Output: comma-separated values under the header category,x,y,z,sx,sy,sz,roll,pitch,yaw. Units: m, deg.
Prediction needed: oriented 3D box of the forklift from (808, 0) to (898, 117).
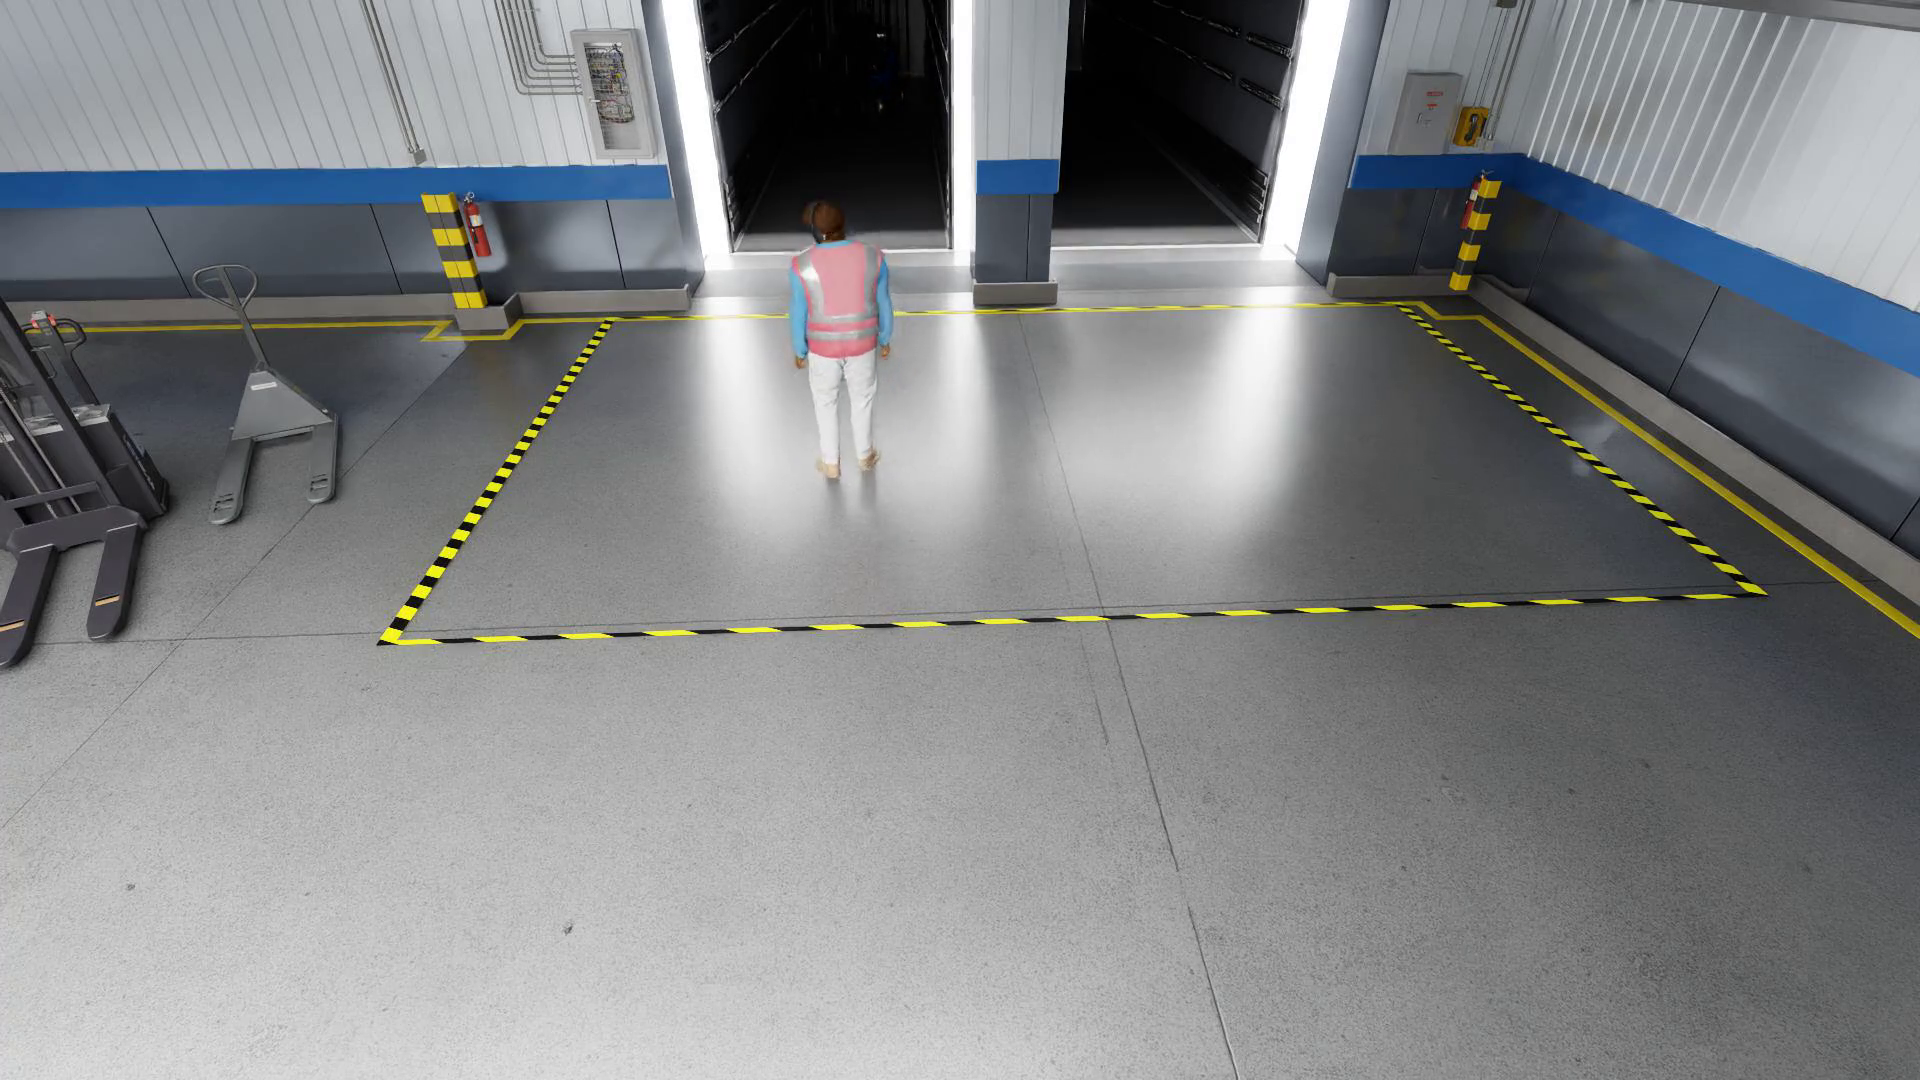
category,x,y,z,sx,sy,sz,roll,pitch,yaw
forklift,-1.899,-8.789,16.307,1.157,2.036,2.680,6,35,8

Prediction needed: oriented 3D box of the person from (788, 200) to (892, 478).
category,x,y,z,sx,sy,sz,roll,pitch,yaw
person,-0.760,-1.266,5.956,0.664,1.833,0.430,-10,36,-14

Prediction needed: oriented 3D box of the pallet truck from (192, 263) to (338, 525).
category,x,y,z,sx,sy,sz,roll,pitch,yaw
pallet truck,-4.778,-1.027,6.128,0.680,1.201,1.601,-17,38,-23

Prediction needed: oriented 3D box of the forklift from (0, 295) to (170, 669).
category,x,y,z,sx,sy,sz,roll,pitch,yaw
forklift,-5.212,-0.618,4.878,0.823,1.965,1.885,-20,39,-26
